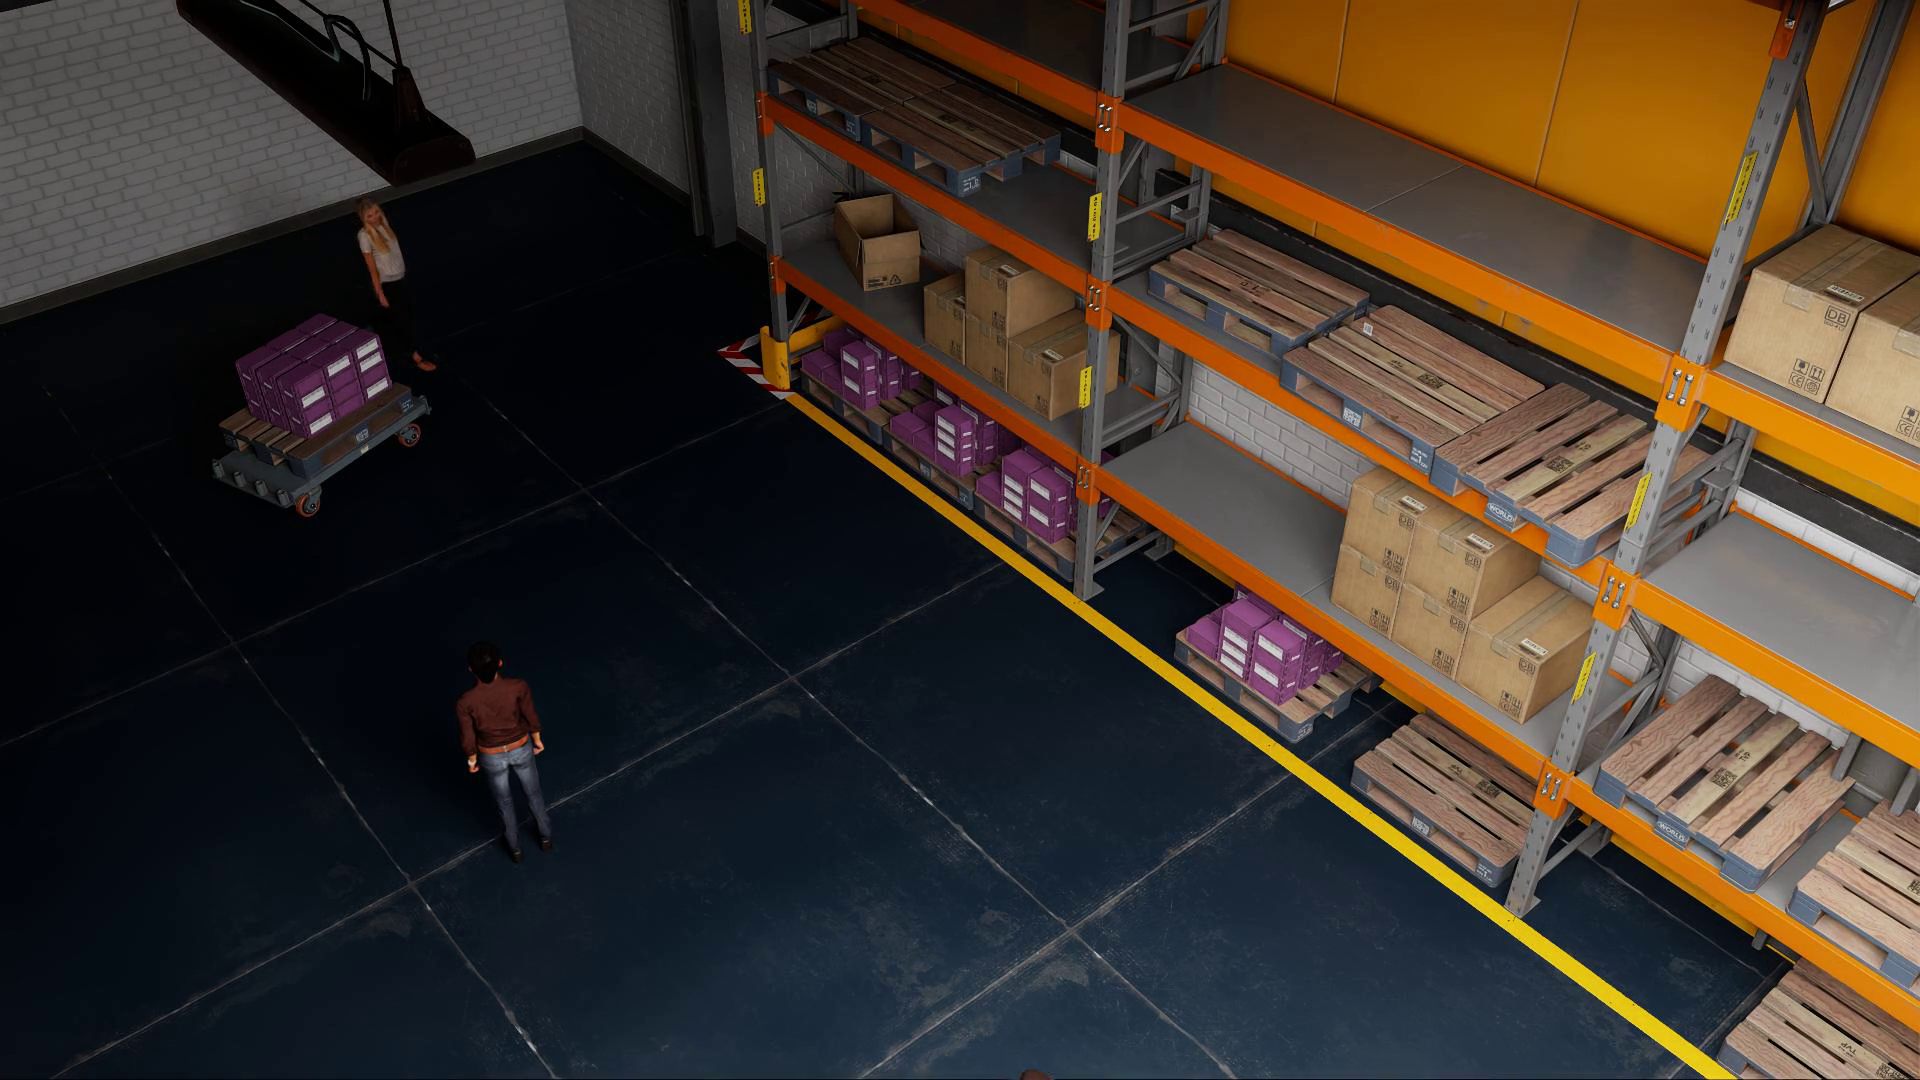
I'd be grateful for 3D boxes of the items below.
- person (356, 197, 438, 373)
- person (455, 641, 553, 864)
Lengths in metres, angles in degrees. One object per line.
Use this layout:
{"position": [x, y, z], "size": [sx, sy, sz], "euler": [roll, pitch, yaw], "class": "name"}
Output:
{"position": [-5.195, -2.272, 14.878], "size": [1.058, 1.797, 0.960], "euler": [5, 39, 6], "class": "person"}
{"position": [-2.832, 1.325, 10.387], "size": [0.692, 1.782, 0.604], "euler": [-18, 42, -21], "class": "person"}
